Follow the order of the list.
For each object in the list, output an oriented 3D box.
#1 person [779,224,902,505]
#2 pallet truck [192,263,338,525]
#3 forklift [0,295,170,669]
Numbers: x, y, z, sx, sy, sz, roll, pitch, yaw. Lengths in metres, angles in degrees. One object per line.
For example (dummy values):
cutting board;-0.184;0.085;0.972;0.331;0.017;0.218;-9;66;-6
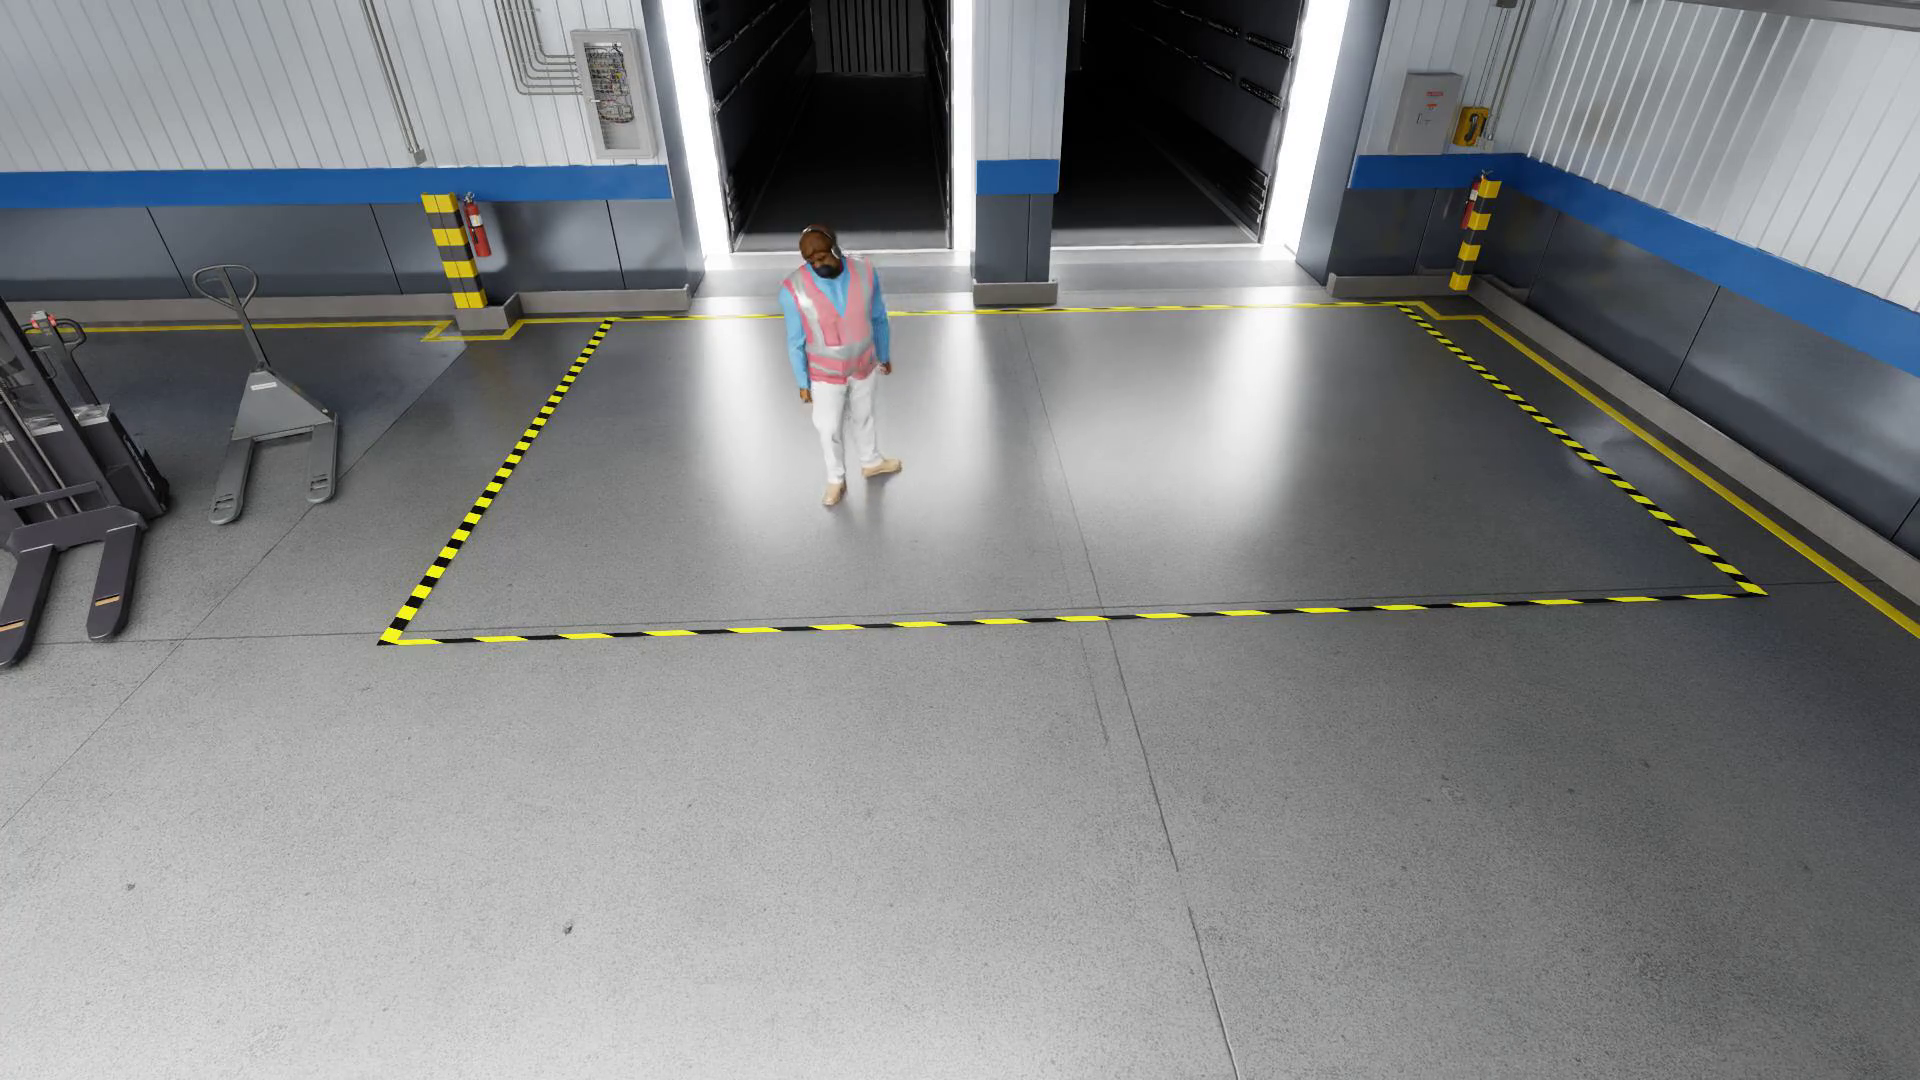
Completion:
person;-0.680;-1.069;5.707;0.765;1.809;0.434;-18;39;-24
pallet truck;-4.778;-1.027;6.128;0.680;1.201;1.601;-17;38;-23
forklift;-5.212;-0.618;4.878;0.823;1.965;1.885;-20;39;-26
